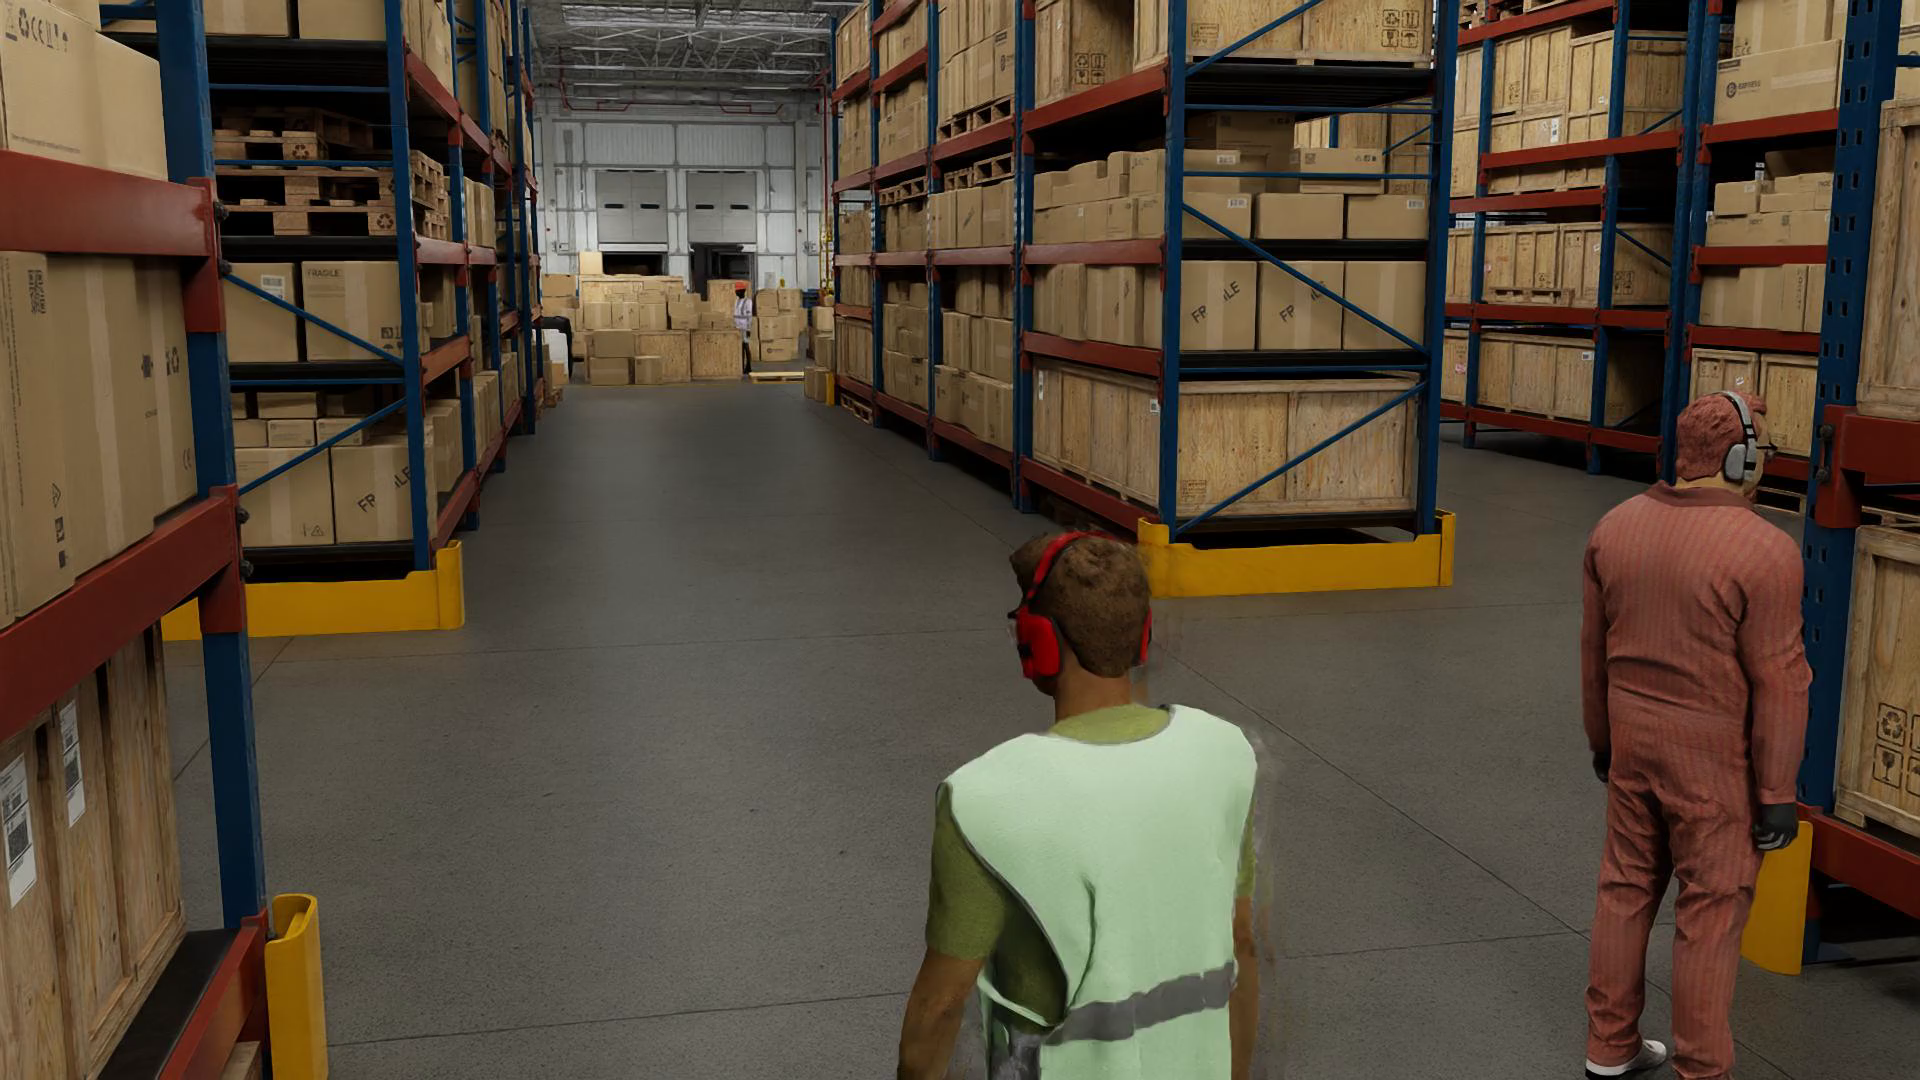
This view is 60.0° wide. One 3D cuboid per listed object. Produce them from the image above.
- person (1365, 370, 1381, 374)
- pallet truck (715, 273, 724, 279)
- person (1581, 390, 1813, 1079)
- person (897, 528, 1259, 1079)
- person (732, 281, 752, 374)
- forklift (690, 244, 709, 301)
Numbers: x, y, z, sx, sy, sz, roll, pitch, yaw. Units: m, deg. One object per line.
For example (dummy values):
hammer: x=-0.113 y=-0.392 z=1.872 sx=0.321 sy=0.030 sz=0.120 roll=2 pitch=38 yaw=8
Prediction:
person: x=3.672 y=-1.146 z=15.427 sx=0.319 sy=1.690 sz=0.530 roll=-9 pitch=13 yaw=-42
pallet truck: x=-8.580 y=-8.986 z=62.280 sx=1.885 sy=1.965 sz=0.823 roll=1 pitch=9 yaw=5
person: x=1.933 y=0.562 z=4.362 sx=0.401 sy=1.906 sz=0.649 roll=-4 pitch=10 yaw=-24
person: x=0.134 y=0.881 z=2.677 sx=0.592 sy=1.809 sz=0.831 roll=-7 pitch=11 yaw=-35
person: x=-4.571 y=-4.436 z=34.736 sx=0.378 sy=1.932 sz=0.551 roll=-8 pitch=12 yaw=-39
forklift: x=-6.844 y=-6.465 z=44.229 sx=1.873 sy=2.768 sz=1.129 roll=0 pitch=9 yaw=3
